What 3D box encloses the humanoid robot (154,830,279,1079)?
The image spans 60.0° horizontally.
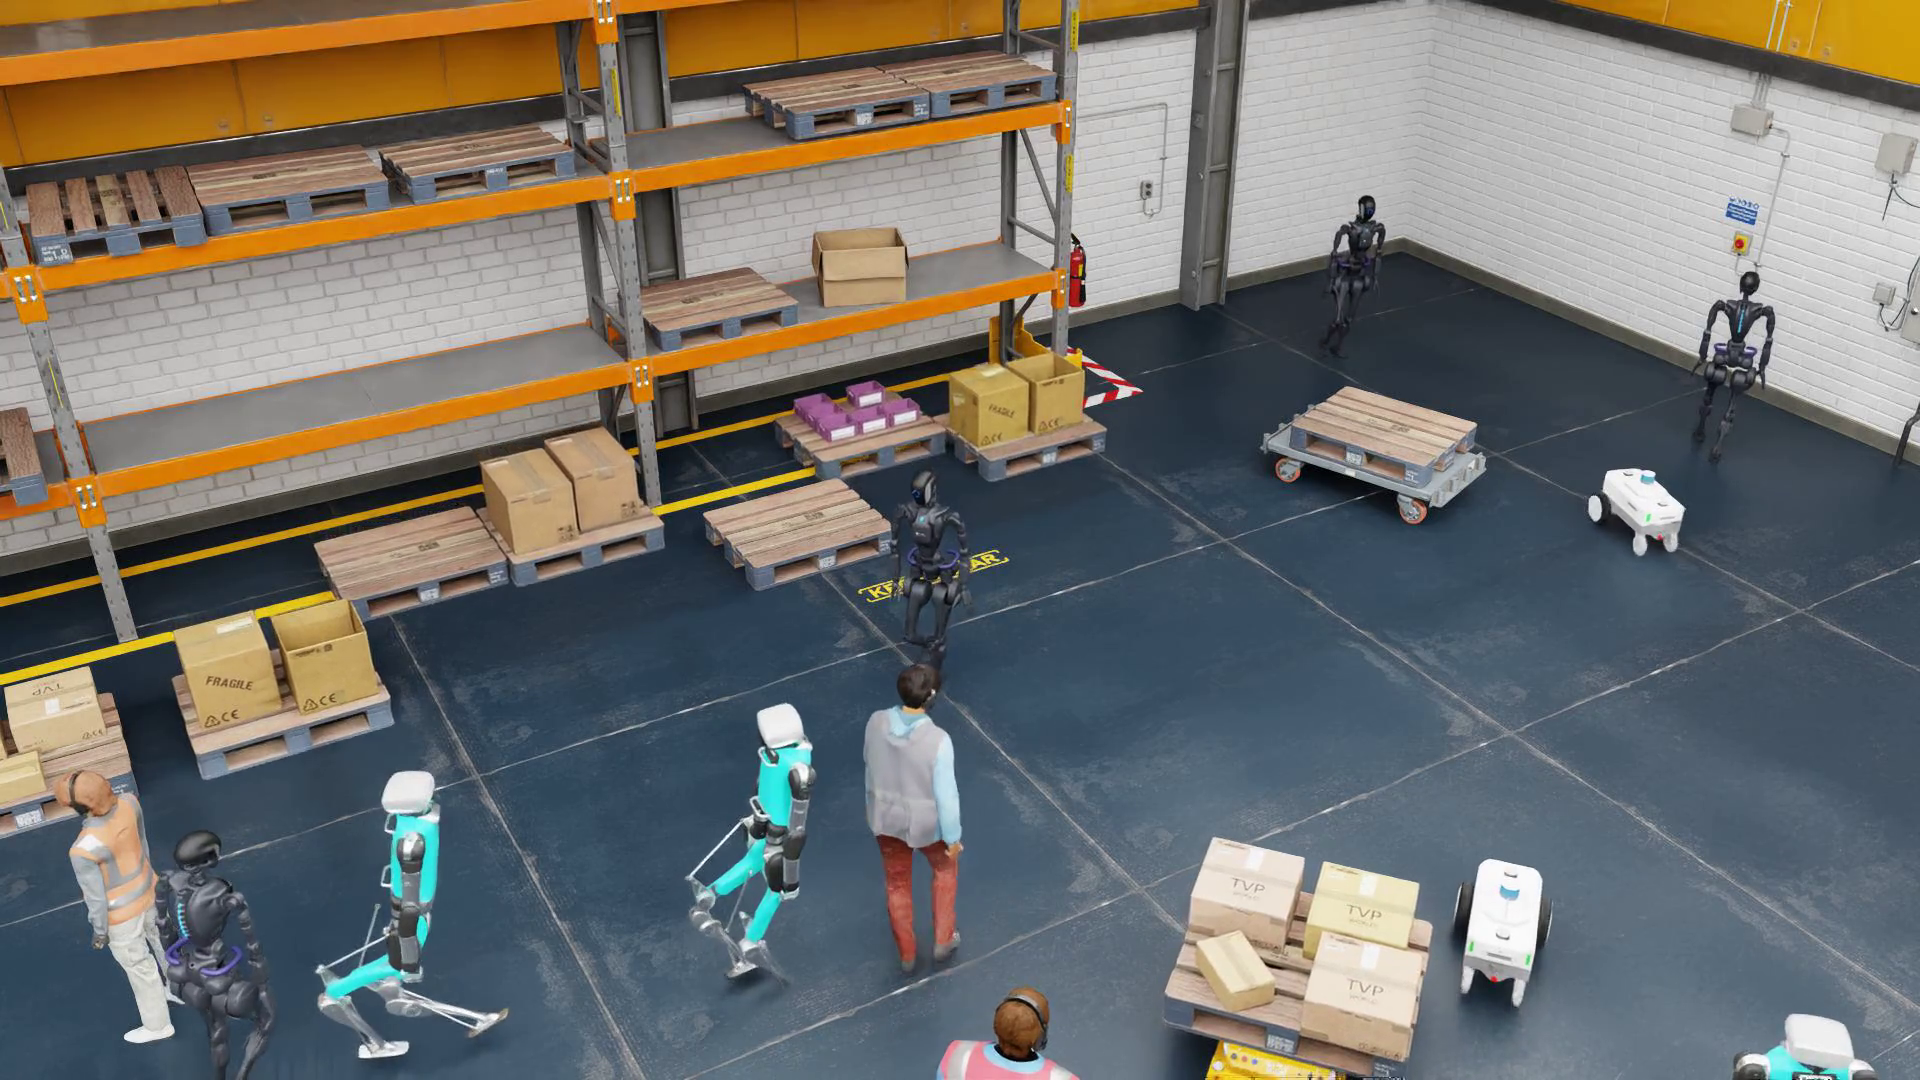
[{"bbox_3d":[-3.560,2.070,7.891,0.615,1.639,0.383,9,31,15],"label":"humanoid robot"}]

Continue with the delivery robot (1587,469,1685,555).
[{"bbox_3d":[5.383,-0.269,13.157,0.499,0.592,0.795,-5,30,-9],"label":"delivery robot"}]

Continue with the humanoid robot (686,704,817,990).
[{"bbox_3d":[-1.115,1.694,8.526,0.789,1.821,0.561,-14,32,-23],"label":"humanoid robot"}]

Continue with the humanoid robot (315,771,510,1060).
[{"bbox_3d":[-2.794,1.901,8.100,0.983,1.717,0.548,-5,30,-9],"label":"humanoid robot"}]

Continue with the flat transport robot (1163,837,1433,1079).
[{"bbox_3d":[1.753,2.423,8.685,0.659,0.231,1.431,10,31,18],"label":"flat transport robot"}]

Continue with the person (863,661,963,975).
[{"bbox_3d":[-0.258,1.464,8.768,0.584,1.854,0.504,9,31,16],"label":"person"}]

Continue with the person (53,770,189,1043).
[{"bbox_3d":[-4.186,1.824,8.351,0.308,1.640,0.512,2,30,4],"label":"person"}]

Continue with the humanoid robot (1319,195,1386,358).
[{"bbox_3d":[3.768,-2.535,16.036,0.589,1.647,0.353,-8,31,-15],"label":"humanoid robot"}]

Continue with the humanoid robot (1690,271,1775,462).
[{"bbox_3d":[6.626,-1.532,14.271,0.601,1.634,0.648,13,32,22],"label":"humanoid robot"}]

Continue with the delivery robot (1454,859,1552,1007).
[{"bbox_3d":[2.941,2.084,9.015,0.499,0.614,0.812,10,31,18],"label":"delivery robot"}]

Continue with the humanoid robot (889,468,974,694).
[{"bbox_3d":[-0.168,0.249,11.110,0.608,1.646,0.403,10,31,17],"label":"humanoid robot"}]

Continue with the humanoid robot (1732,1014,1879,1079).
[{"bbox_3d":[3.280,2.810,6.590,0.531,1.847,0.789,2,30,4],"label":"humanoid robot"}]

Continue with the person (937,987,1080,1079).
[{"bbox_3d":[0.222,2.568,6.848,0.626,1.833,0.430,10,31,18],"label":"person"}]
